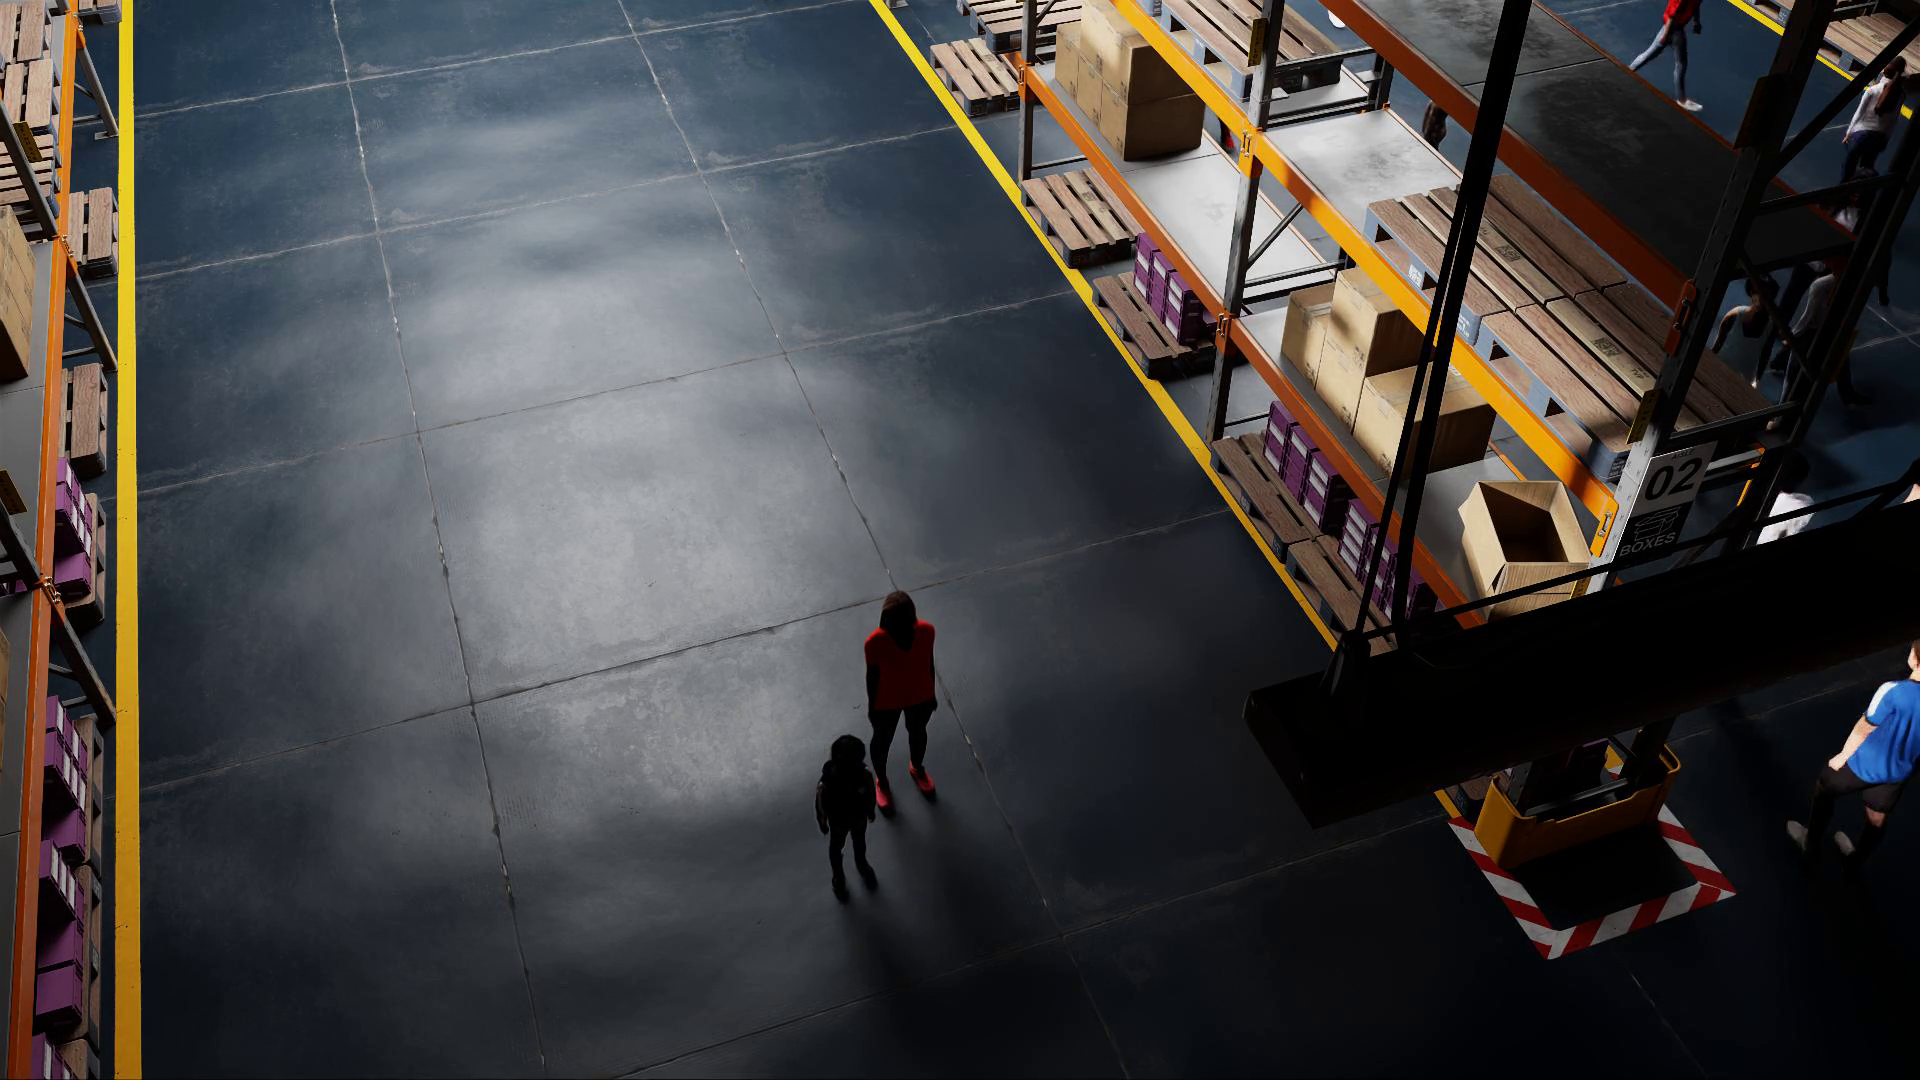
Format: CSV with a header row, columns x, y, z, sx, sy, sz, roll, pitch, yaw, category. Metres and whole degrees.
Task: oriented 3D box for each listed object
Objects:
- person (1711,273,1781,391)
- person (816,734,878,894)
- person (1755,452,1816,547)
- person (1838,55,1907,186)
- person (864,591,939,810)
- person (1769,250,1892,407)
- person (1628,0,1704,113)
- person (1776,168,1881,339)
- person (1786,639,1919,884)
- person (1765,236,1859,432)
x,y,z,sx,sy,sz,roll,pitch,yaw,category
5.655,-1.259,12.288,0.924,1.732,1.202,6,44,6,person
-0.654,1.569,9.688,0.507,1.224,0.473,-14,45,-14,person
5.103,0.259,10.608,0.738,1.850,0.803,0,44,0,person
8.106,-3.553,14.832,0.694,1.544,0.822,5,44,6,person
-0.356,0.939,10.009,0.583,1.693,0.515,-14,45,-14,person
6.821,-1.915,12.978,1.198,1.730,0.982,33,53,30,person
6.942,-5.052,16.324,1.189,1.657,1.048,25,49,24,person
7.040,-2.312,13.488,0.789,1.602,0.875,24,49,23,person
5.284,1.288,9.522,0.714,1.860,0.734,-4,44,-4,person
6.441,-1.505,12.502,0.614,1.793,0.544,-8,44,-9,person
